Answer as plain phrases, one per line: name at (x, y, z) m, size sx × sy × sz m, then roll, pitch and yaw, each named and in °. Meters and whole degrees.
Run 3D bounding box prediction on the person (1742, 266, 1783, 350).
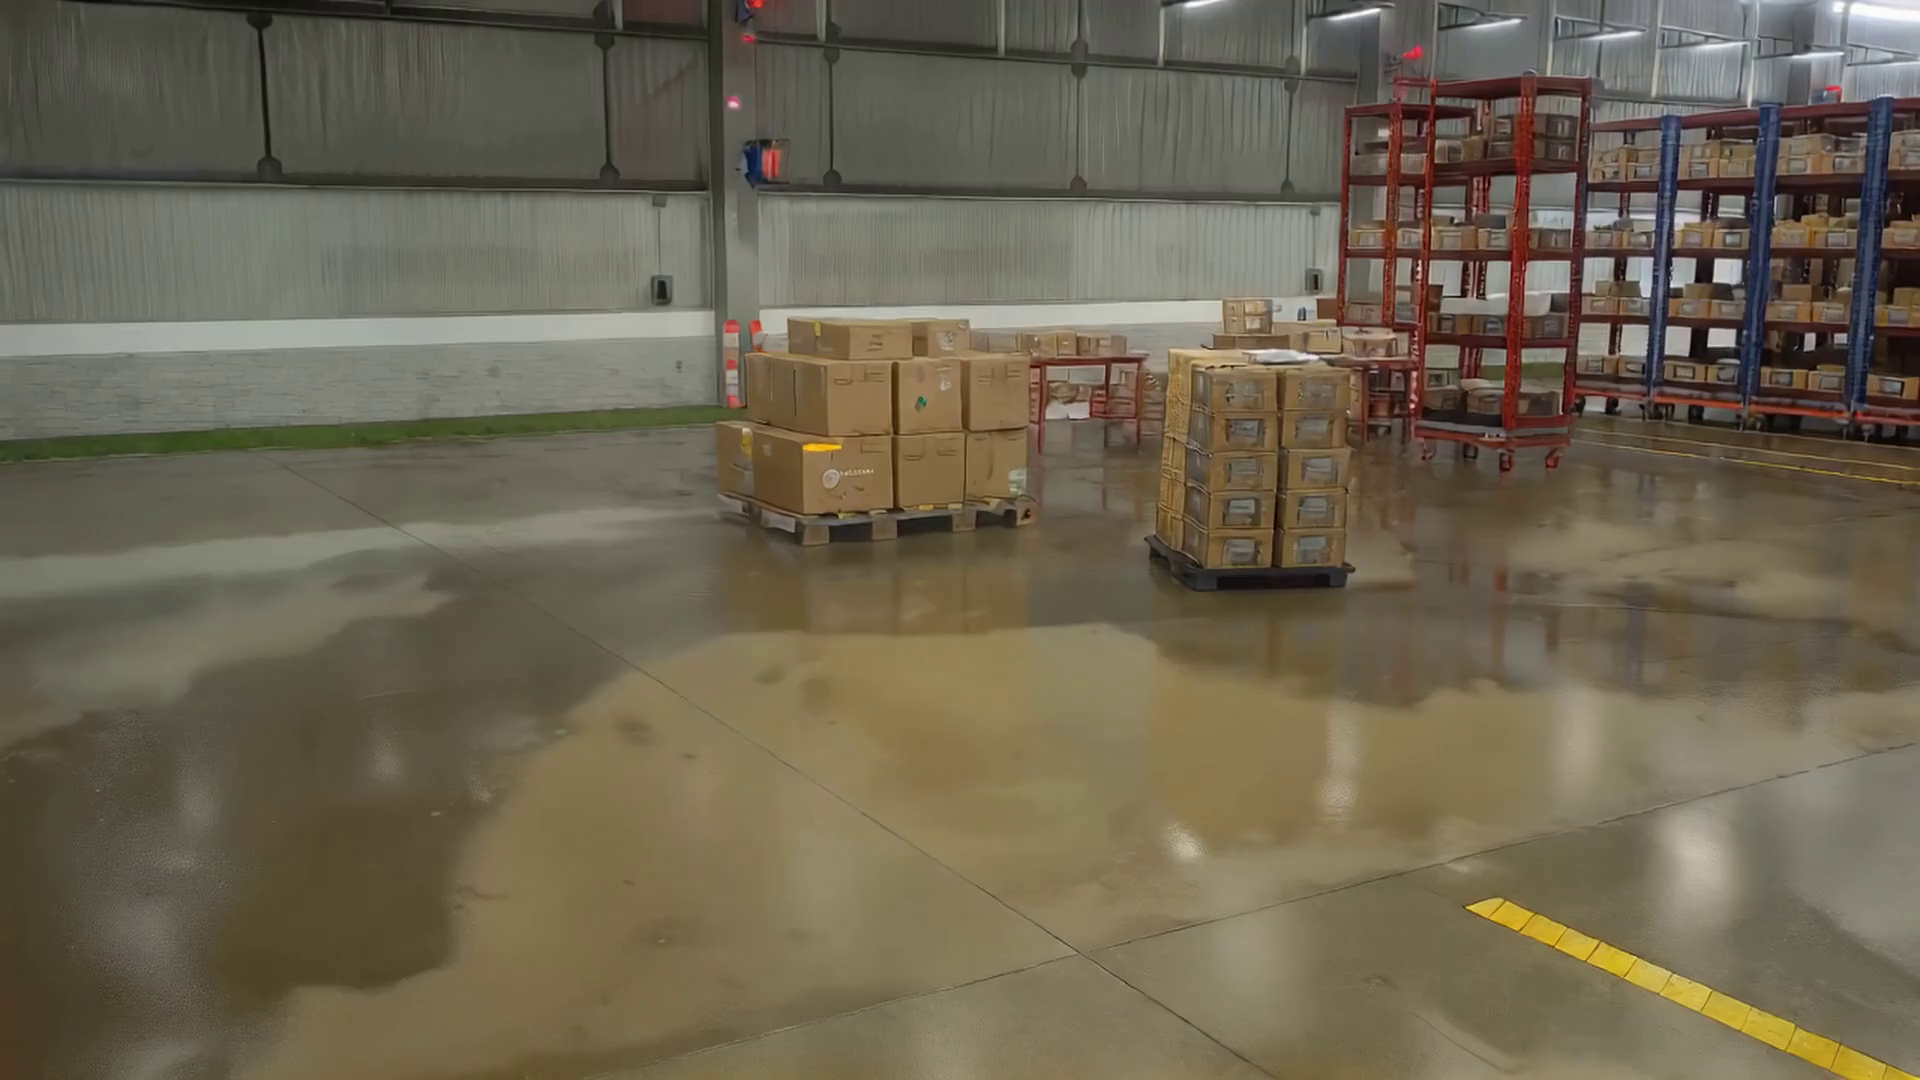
person at (10.804, -2.784, 22.435) m, size 0.448 × 1.821 × 0.602 m, roll 9°, pitch 14°, yaw 42°
